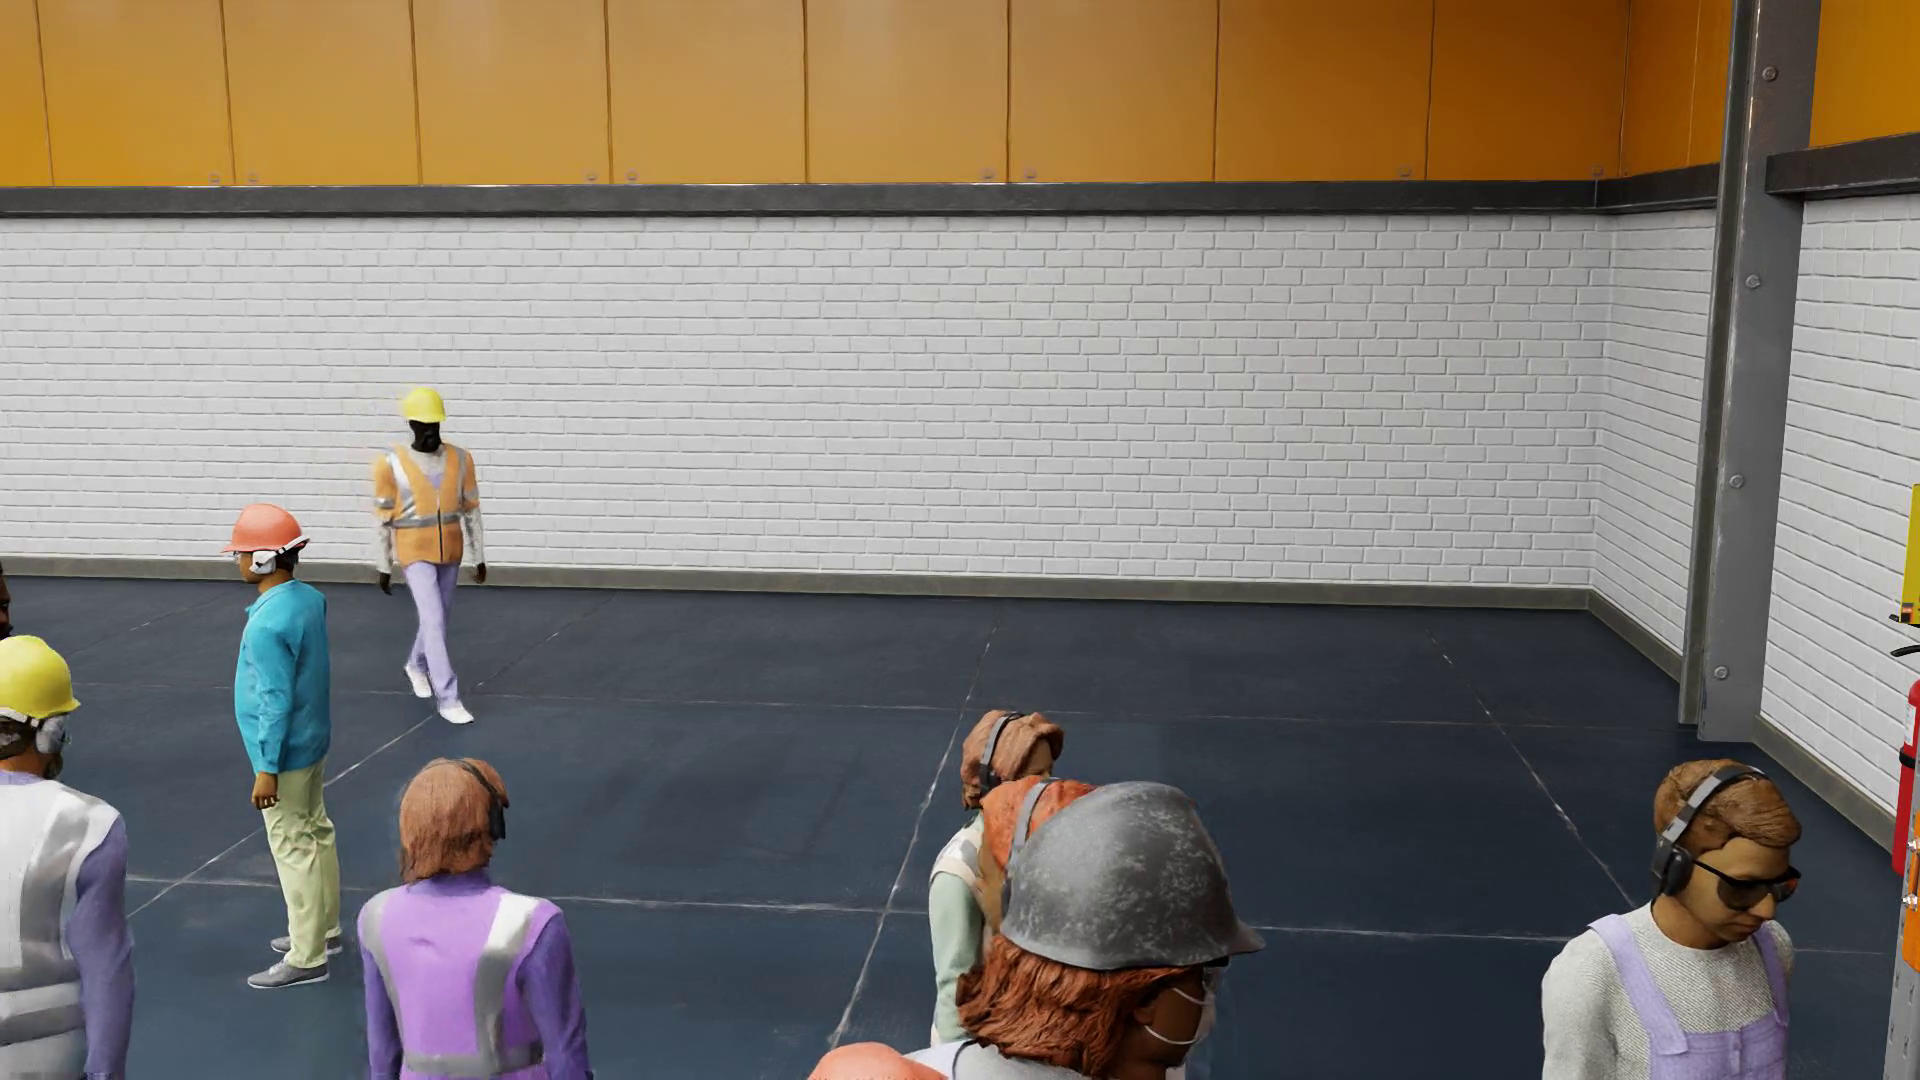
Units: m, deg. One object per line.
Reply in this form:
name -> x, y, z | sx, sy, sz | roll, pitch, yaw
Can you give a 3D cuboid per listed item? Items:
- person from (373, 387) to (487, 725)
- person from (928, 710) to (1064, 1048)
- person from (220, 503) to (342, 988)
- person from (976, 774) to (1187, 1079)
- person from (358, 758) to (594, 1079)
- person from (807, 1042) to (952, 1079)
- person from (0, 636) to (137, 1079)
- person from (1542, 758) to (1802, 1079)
person -> -3.058, 0.053, 9.552 | 0.598, 1.892, 0.953 | -9, 13, -42
person -> 0.095, 1.181, 3.795 | 0.314, 1.639, 0.517 | 5, 11, 28
person -> -2.456, 0.734, 6.028 | 0.330, 1.750, 0.572 | -1, 10, -7
person -> 0.075, 1.267, 2.676 | 0.822, 1.852, 0.620 | 6, 12, 30
person -> -1.024, 1.261, 3.398 | 0.531, 1.610, 0.658 | 4, 11, 23
person -> -0.054, 1.418, 1.620 | 0.546, 1.928, 0.383 | -6, 12, -30
person -> -2.116, 1.133, 3.635 | 0.594, 1.799, 0.797 | 0, 10, -2
person -> 1.194, 1.251, 2.832 | 0.514, 1.837, 0.341 | -4, 11, -24
